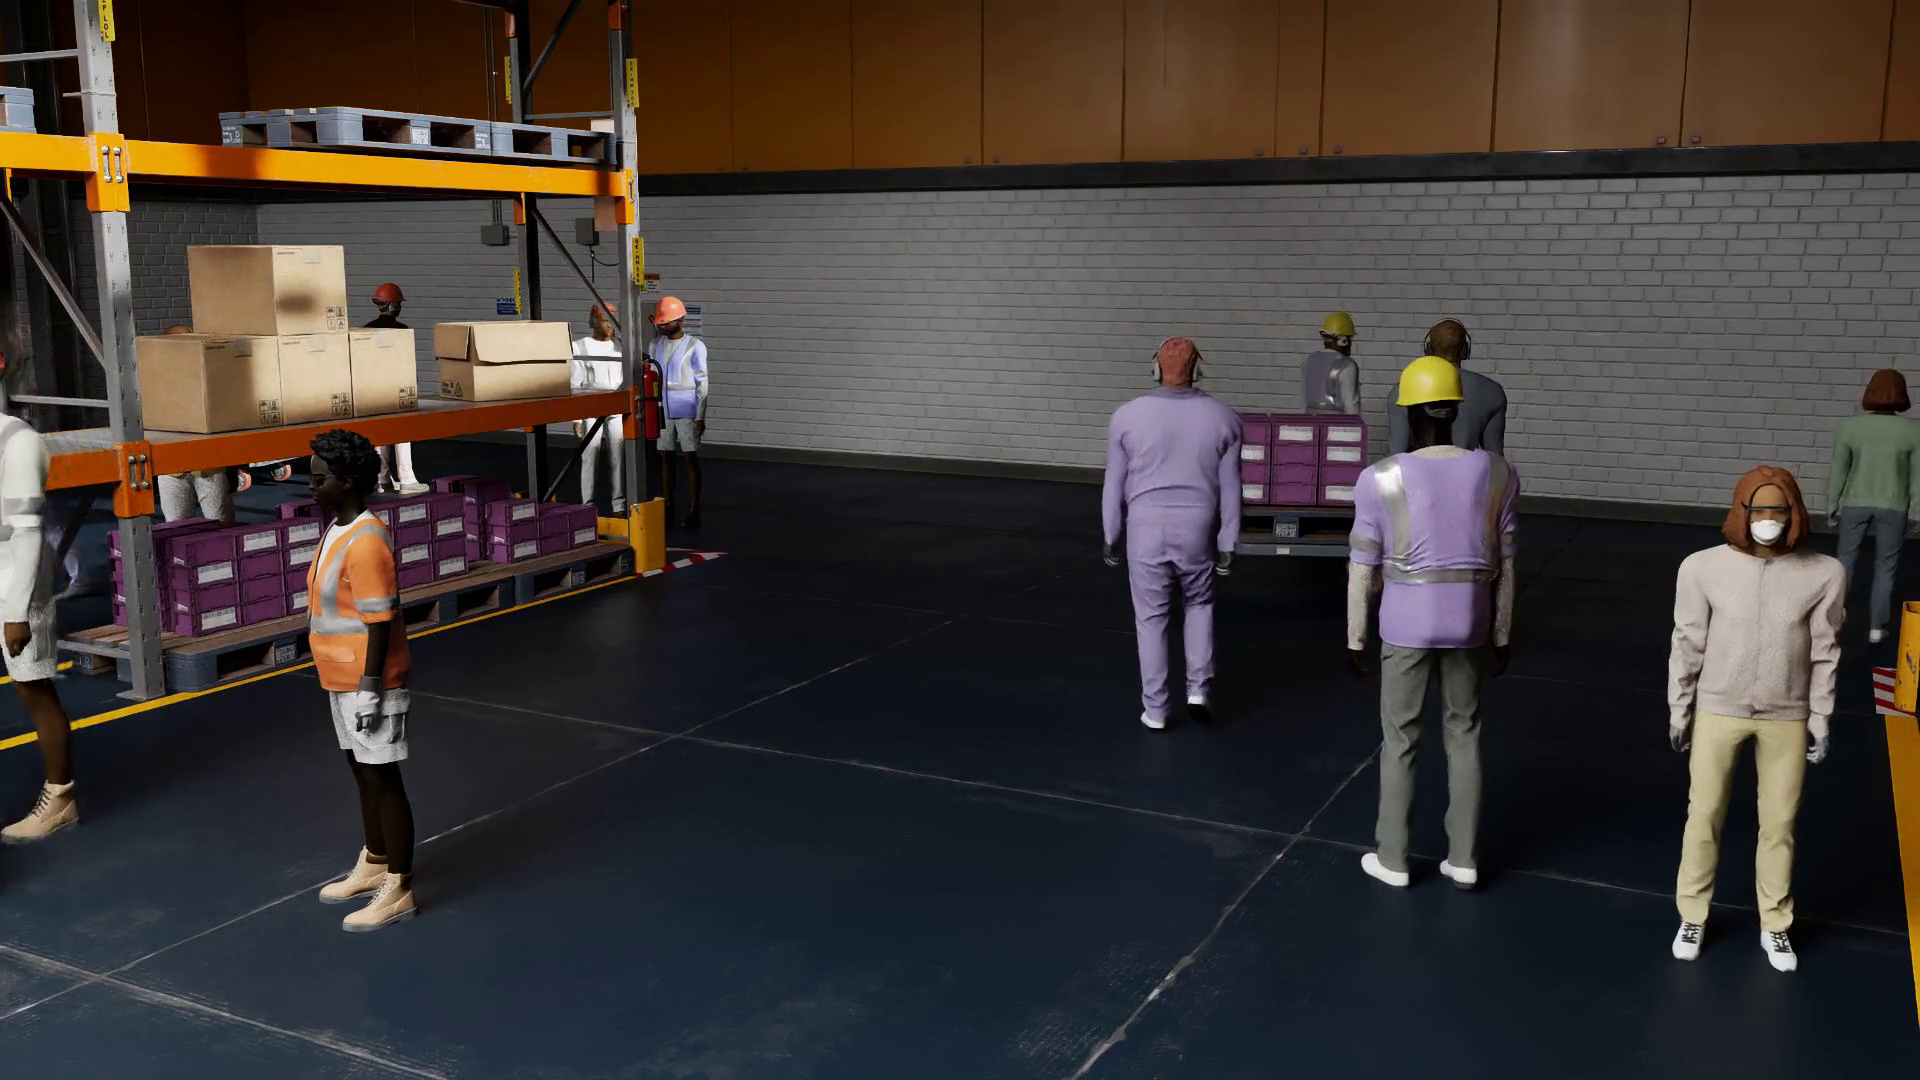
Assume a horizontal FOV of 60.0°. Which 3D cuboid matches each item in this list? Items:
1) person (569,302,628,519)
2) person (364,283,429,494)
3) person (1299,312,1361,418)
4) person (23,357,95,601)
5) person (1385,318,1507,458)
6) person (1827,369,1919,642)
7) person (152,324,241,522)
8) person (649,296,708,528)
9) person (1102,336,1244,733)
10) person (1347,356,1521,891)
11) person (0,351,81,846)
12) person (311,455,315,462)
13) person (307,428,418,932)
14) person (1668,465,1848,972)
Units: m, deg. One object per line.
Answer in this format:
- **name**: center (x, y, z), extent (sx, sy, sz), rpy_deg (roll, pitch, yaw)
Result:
- **person**: center (-2.975, -1.045, 13.899), extent (0.584, 1.879, 0.364), rpy_deg (-7, 12, -35)
- **person**: center (-5.381, -1.431, 15.795), extent (0.612, 1.995, 0.379), rpy_deg (5, 11, 27)
- **person**: center (2.863, -0.829, 12.779), extent (0.404, 1.830, 0.599), rpy_deg (-5, 11, -26)
- **person**: center (-6.153, -0.425, 10.771), extent (0.912, 1.719, 0.526), rpy_deg (-6, 12, -32)
- **person**: center (2.578, -0.214, 8.910), extent (0.636, 1.938, 0.364), rpy_deg (0, 10, 1)
- **person**: center (5.309, -0.182, 9.640), extent (0.519, 1.623, 0.561), rpy_deg (7, 12, 36)
- **person**: center (-4.902, -0.456, 10.632), extent (0.621, 1.835, 0.430), rpy_deg (-1, 10, -5)
- **person**: center (-2.361, -1.056, 13.819), extent (0.546, 1.926, 0.388), rpy_deg (4, 11, 23)
- **person**: center (1.000, -0.025, 7.962), extent (0.653, 1.893, 0.475), rpy_deg (0, 10, -1)
- **person**: center (1.673, 0.310, 5.945), extent (0.596, 1.920, 0.390), rpy_deg (0, 10, -1)
- **person**: center (-3.699, 0.208, 6.220), extent (0.654, 2.016, 0.753), rpy_deg (5, 11, 27)
- **person**: center (-5.375, -1.078, 14.219), extent (0.601, 1.830, 0.403), rpy_deg (8, 13, 40)
- **person**: center (-2.042, 0.468, 5.660), extent (0.318, 1.696, 0.536), rpy_deg (-6, 12, -32)
- **person**: center (2.511, 0.567, 5.296), extent (0.492, 1.626, 0.284), rpy_deg (3, 10, 17)
